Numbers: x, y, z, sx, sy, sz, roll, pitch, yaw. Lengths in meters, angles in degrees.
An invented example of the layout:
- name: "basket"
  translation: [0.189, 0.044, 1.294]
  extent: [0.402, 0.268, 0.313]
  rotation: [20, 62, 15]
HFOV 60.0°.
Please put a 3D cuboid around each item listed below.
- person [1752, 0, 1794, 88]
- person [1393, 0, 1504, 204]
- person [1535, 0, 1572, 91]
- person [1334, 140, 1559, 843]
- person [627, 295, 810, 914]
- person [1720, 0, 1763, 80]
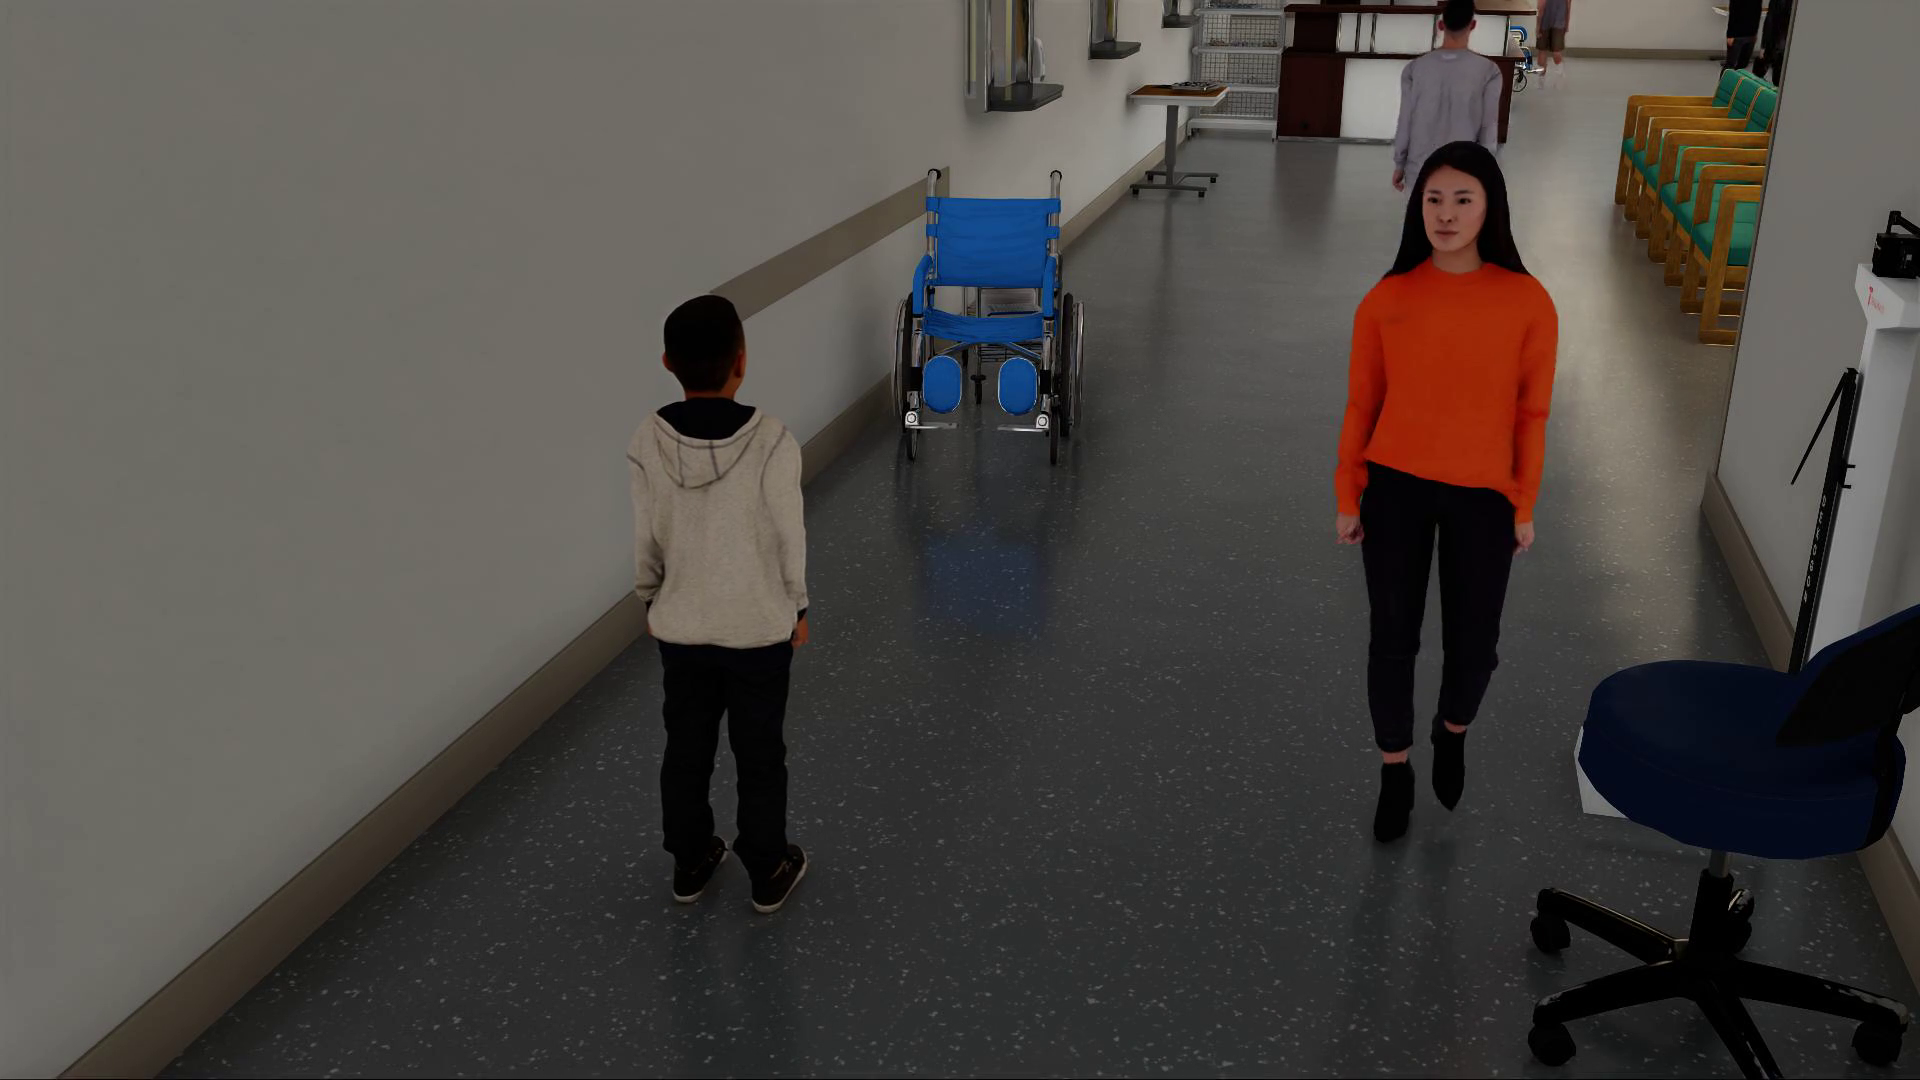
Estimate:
- name: "person"
  translation: [8.474, -5.016, 17.148]
  extent: [0.692, 1.693, 0.773]
  rotation: [-3, 21, -8]
- name: "person"
  translation: [2.555, -1.946, 8.853]
  extent: [0.881, 1.828, 0.800]
  rotation: [8, 22, 19]
- name: "person"
  translation: [7.772, -6.743, 21.791]
  extent: [1.038, 1.803, 0.911]
  rotation: [0, 21, 0]
- name: "person"
  translation: [1.192, -0.104, 4.113]
  extent: [0.606, 1.740, 0.726]
  rotation: [8, 22, 21]
- name: "person"
  translation: [-0.545, 0.170, 3.793]
  extent: [0.441, 1.453, 0.633]
  rotation: [6, 22, 16]
- name: "person"
  translation: [9.474, -6.162, 20.134]
  extent: [0.690, 1.721, 0.769]
  rotation: [-10, 23, -24]
